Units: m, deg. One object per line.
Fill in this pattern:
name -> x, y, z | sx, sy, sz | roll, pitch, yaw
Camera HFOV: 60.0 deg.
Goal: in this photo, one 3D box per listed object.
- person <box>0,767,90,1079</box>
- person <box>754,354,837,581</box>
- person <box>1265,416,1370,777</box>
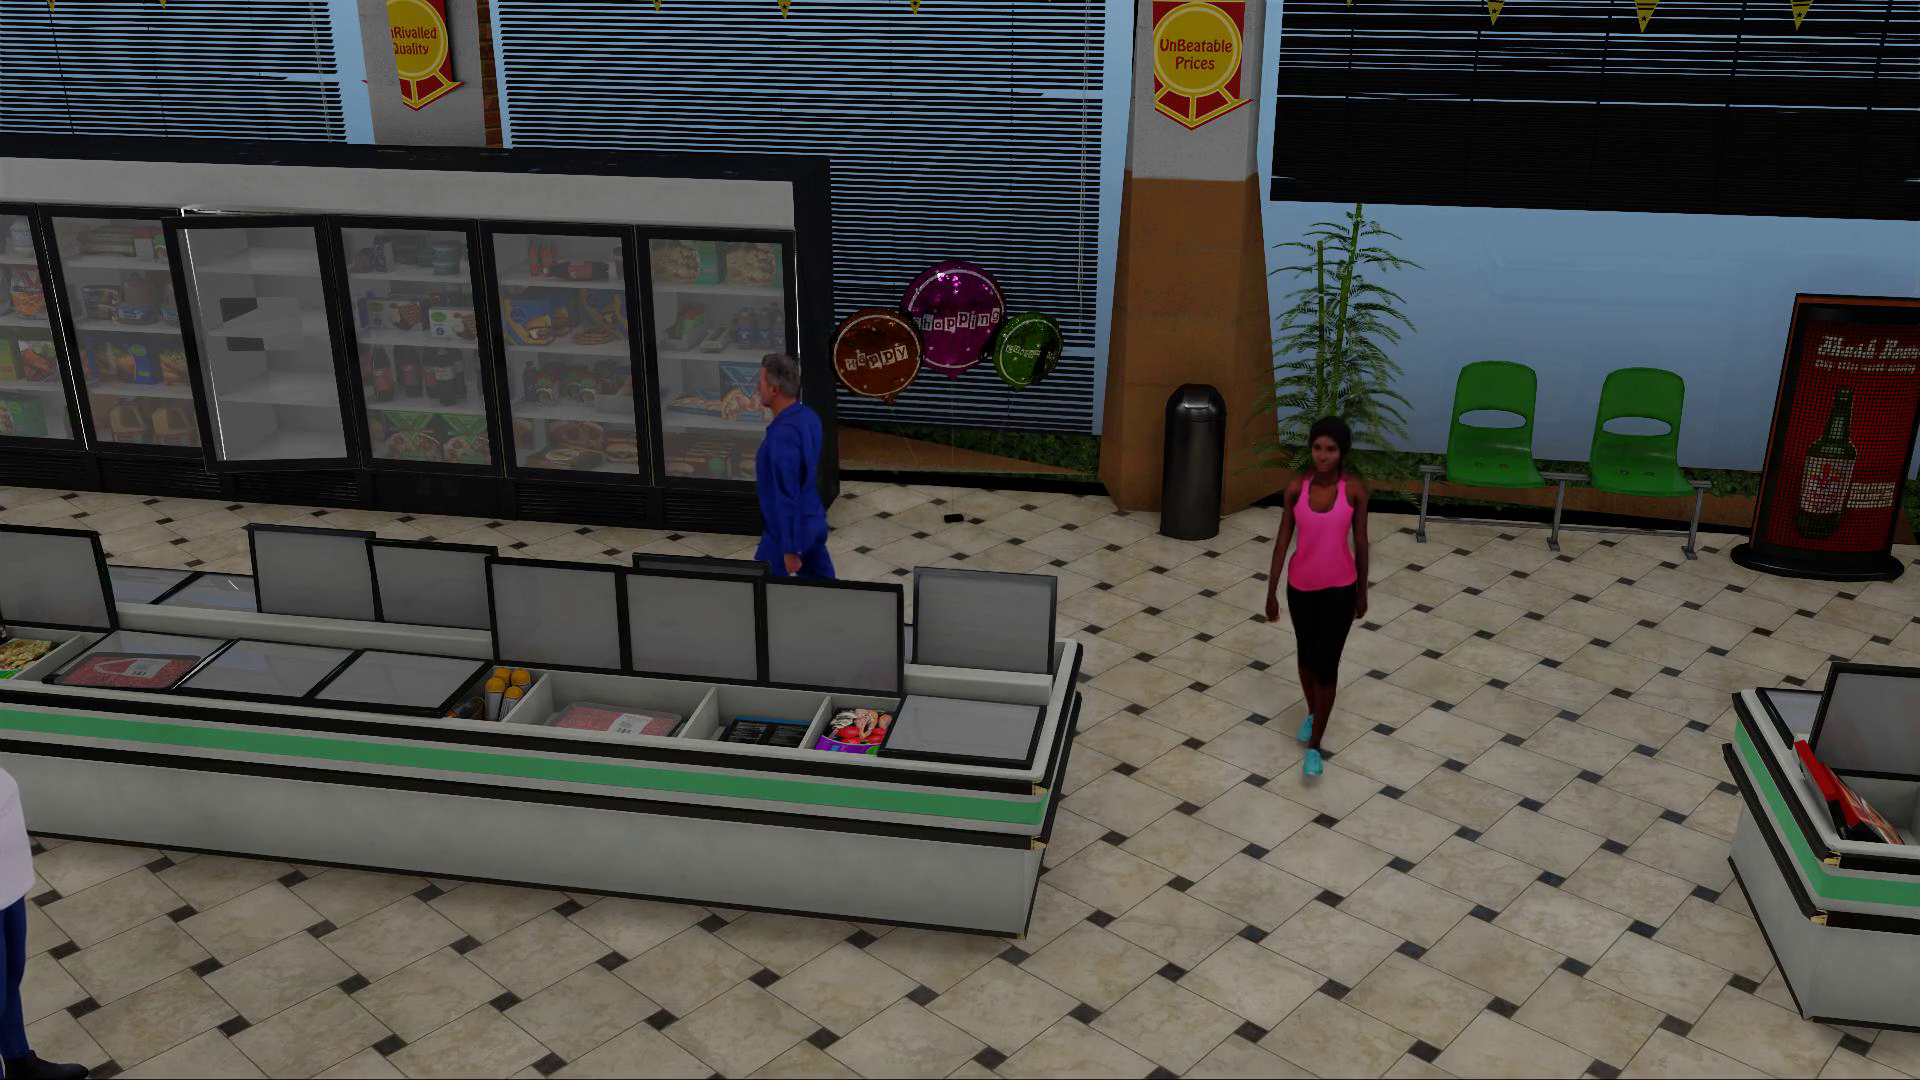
person -> -3.231, 1.211, 5.471 | 0.644, 1.685, 0.672 | -4, 22, -10
person -> -0.751, -0.021, 8.404 | 1.166, 1.784, 0.798 | 5, 22, 12
person -> 1.741, 0.209, 7.945 | 0.873, 1.699, 0.778 | 9, 24, 21
